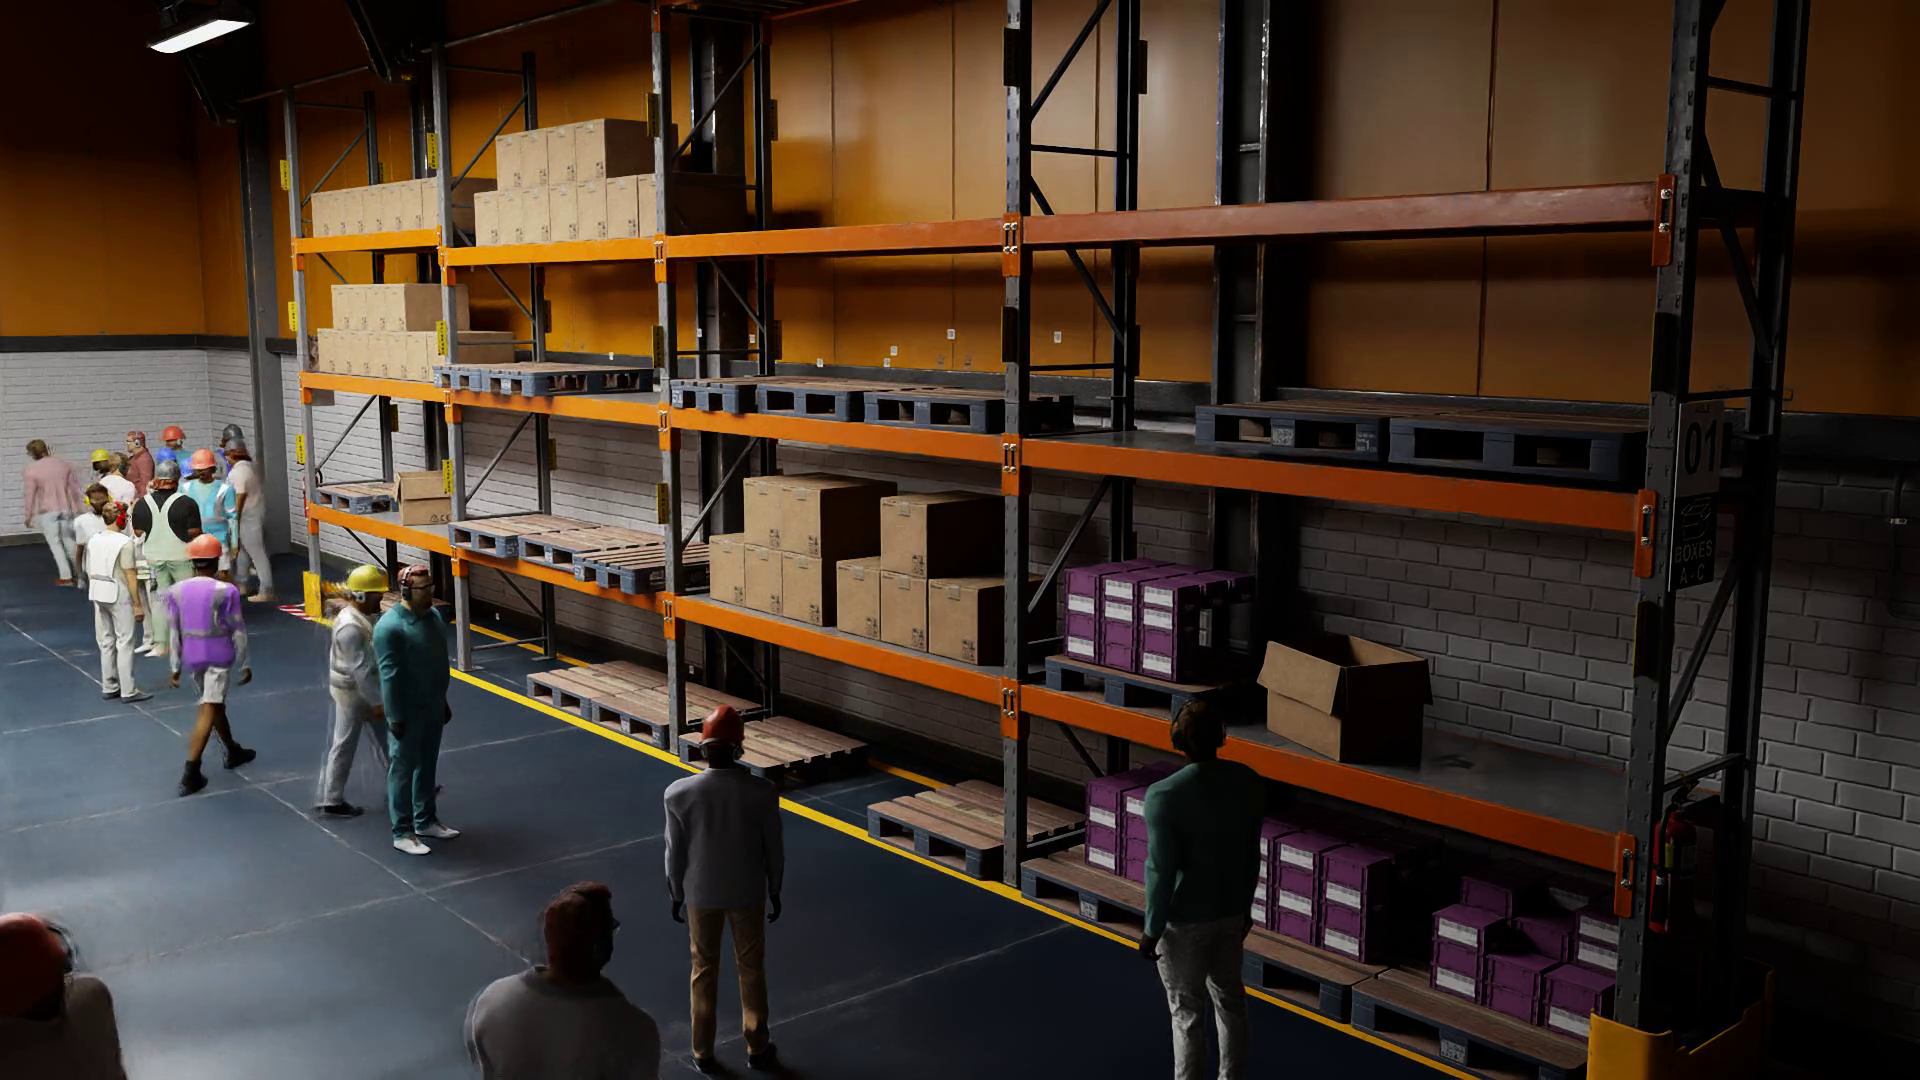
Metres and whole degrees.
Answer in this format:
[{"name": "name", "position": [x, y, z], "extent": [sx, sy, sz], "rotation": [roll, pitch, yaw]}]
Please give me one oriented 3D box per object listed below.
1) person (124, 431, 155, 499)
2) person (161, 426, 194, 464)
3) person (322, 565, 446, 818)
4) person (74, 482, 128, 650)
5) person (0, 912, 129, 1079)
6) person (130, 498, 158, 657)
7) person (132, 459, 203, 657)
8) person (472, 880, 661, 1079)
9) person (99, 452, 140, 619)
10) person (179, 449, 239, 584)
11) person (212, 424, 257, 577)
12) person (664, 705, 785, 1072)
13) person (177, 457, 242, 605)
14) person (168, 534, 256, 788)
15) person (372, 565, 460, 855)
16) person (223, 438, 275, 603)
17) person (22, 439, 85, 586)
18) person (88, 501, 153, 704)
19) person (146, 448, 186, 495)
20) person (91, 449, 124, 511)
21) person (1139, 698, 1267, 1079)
[{"name": "person", "position": [-11.037, -0.515, 22.387], "extent": [0.409, 1.909, 0.641], "rotation": [-5, 10, -31]}, {"name": "person", "position": [-10.431, -0.534, 22.213], "extent": [0.623, 1.992, 0.396], "rotation": [2, 8, 12]}, {"name": "person", "position": [-4.106, 1.070, 11.736], "extent": [0.890, 1.788, 0.620], "rotation": [-1, 8, -6]}, {"name": "person", "position": [-8.644, 0.317, 16.808], "extent": [0.532, 1.850, 0.633], "rotation": [-6, 10, -36]}, {"name": "person", "position": [-2.669, 1.985, 4.876], "extent": [0.411, 1.957, 0.656], "rotation": [1, 8, 5]}, {"name": "person", "position": [-8.351, 0.379, 17.096], "extent": [0.513, 1.641, 0.309], "rotation": [8, 11, 42]}, {"name": "person", "position": [-8.062, 0.182, 17.083], "extent": [0.683, 2.000, 0.538], "rotation": [0, 8, 0]}, {"name": "person", "position": [-1.196, 1.981, 5.105], "extent": [0.645, 1.885, 0.797], "rotation": [2, 8, 14]}, {"name": "person", "position": [-9.548, -0.037, 18.958], "extent": [0.628, 1.940, 0.373], "rotation": [4, 9, 28]}, {"name": "person", "position": [-8.297, 0.003, 18.377], "extent": [0.616, 2.031, 0.423], "rotation": [0, 8, -1]}, {"name": "person", "position": [-9.497, -0.508, 21.875], "extent": [0.536, 2.000, 0.672], "rotation": [4, 9, 26]}, {"name": "person", "position": [-1.111, 1.646, 7.893], "extent": [0.564, 1.751, 0.330], "rotation": [-1, 8, -5]}, {"name": "person", "position": [-8.525, -0.014, 18.909], "extent": [0.679, 1.906, 0.654], "rotation": [-1, 8, -4]}, {"name": "person", "position": [-5.707, 0.901, 12.641], "extent": [0.558, 1.892, 1.020], "rotation": [1, 8, 9]}, {"name": "person", "position": [-3.594, 1.111, 11.082], "extent": [0.403, 1.911, 0.637], "rotation": [2, 9, 16]}, {"name": "person", "position": [-8.744, -0.278, 20.281], "extent": [0.761, 2.000, 0.743], "rotation": [-2, 8, -12]}, {"name": "person", "position": [-11.589, -0.345, 21.232], "extent": [0.506, 1.897, 0.654], "rotation": [4, 9, 25]}, {"name": "person", "position": [-7.677, 0.568, 15.117], "extent": [0.566, 1.836, 0.384], "rotation": [5, 10, 32]}, {"name": "person", "position": [-9.455, -0.156, 19.977], "extent": [0.633, 1.878, 1.006], "rotation": [-8, 11, -43]}, {"name": "person", "position": [-11.100, -0.324, 21.673], "extent": [0.492, 1.735, 0.336], "rotation": [2, 8, 14]}, {"name": "person", "position": [1.047, 1.645, 7.274], "extent": [0.629, 1.937, 0.377], "rotation": [-5, 10, -31]}]
